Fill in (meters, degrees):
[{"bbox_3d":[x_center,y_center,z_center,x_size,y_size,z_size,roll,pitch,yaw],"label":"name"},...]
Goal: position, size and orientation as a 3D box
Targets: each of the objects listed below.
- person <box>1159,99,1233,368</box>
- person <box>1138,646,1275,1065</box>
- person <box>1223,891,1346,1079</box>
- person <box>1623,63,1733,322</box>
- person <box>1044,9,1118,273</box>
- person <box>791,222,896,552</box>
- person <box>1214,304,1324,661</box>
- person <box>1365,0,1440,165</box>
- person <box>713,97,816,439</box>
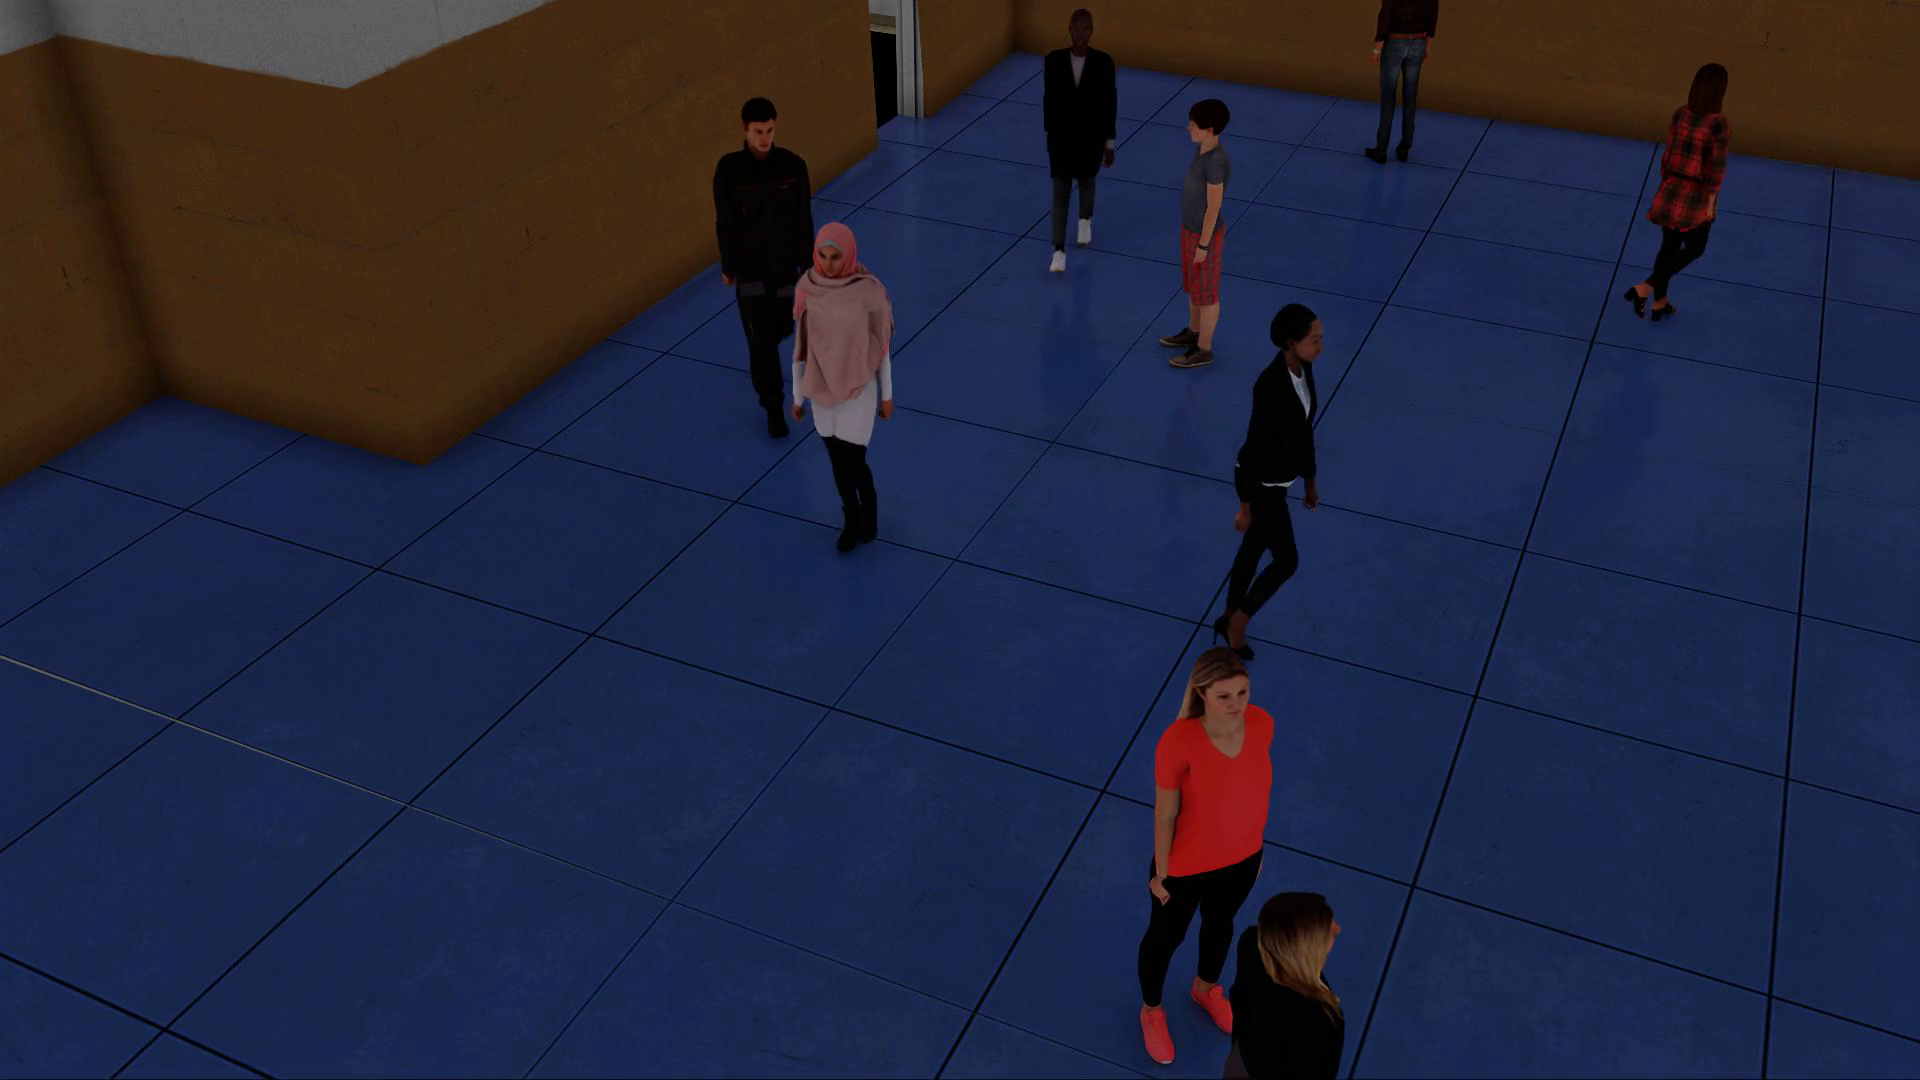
[{"bbox_3d":[1.479,-1.866,10.097,0.679,1.651,0.661,-3,34,-4],"label":"person"},{"bbox_3d":[0.830,1.062,5.668,0.673,1.694,0.718,-14,36,-21],"label":"person"},{"bbox_3d":[0.883,1.635,4.828,0.738,1.670,0.687,-10,35,-14],"label":"person"},{"bbox_3d":[4.510,-2.125,10.464,0.920,1.689,0.879,-15,37,-21],"label":"person"},{"bbox_3d":[0.827,-2.766,11.404,1.186,1.714,0.977,3,34,5],"label":"person"},{"bbox_3d":[-0.556,-0.777,8.343,0.593,1.793,0.726,11,35,15],"label":"person"},{"bbox_3d":[1.303,-0.241,7.520,0.606,1.813,0.589,18,37,24],"label":"person"},{"bbox_3d":[3.458,-3.821,12.929,0.671,1.782,0.777,-6,34,-8],"label":"person"},{"bbox_3d":[-1.120,-1.617,9.503,1.208,1.906,1.270,-12,35,-17],"label":"person"}]
